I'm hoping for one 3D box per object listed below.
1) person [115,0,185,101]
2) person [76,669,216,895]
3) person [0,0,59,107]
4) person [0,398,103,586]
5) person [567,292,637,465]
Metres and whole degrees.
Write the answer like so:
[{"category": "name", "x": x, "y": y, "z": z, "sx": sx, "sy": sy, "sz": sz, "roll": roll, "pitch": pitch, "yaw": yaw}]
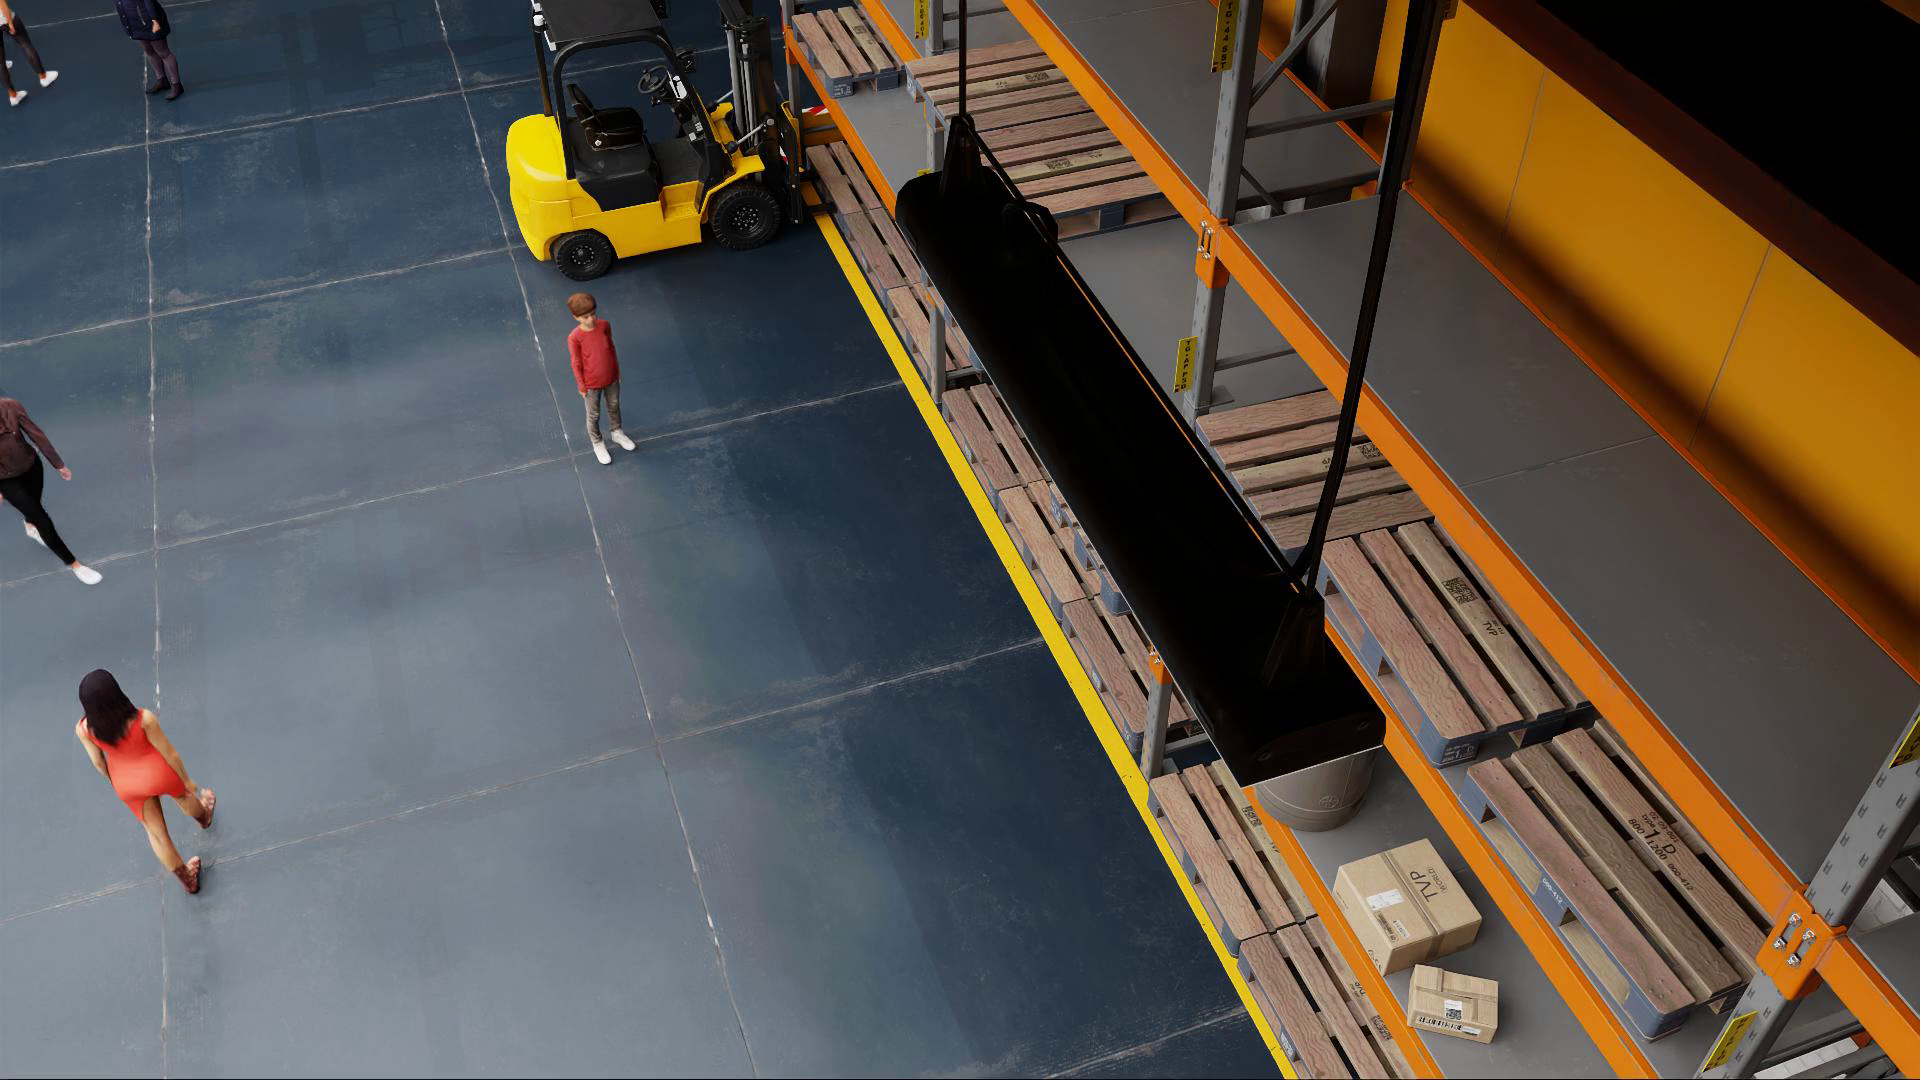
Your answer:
[{"category": "person", "x": -7.945, "y": -5.112, "z": 16.170, "sx": 0.794, "sy": 1.675, "sz": 0.860, "roll": 20, "pitch": 47, "yaw": 20}, {"category": "person", "x": -4.552, "y": 1.409, "z": 9.308, "sx": 0.636, "sy": 1.698, "sz": 0.928, "roll": -12, "pitch": 45, "yaw": -12}, {"category": "person", "x": -9.368, "y": -4.984, "z": 16.078, "sx": 0.762, "sy": 1.615, "sz": 0.933, "roll": 2, "pitch": 44, "yaw": 2}, {"category": "person", "x": -6.437, "y": -0.466, "z": 11.305, "sx": 1.192, "sy": 1.658, "sz": 1.069, "roll": 23, "pitch": 48, "yaw": 22}, {"category": "person", "x": -2.676, "y": -1.218, "z": 12.269, "sx": 0.590, "sy": 1.417, "sz": 0.606, "roll": -34, "pitch": 53, "yaw": -30}]
